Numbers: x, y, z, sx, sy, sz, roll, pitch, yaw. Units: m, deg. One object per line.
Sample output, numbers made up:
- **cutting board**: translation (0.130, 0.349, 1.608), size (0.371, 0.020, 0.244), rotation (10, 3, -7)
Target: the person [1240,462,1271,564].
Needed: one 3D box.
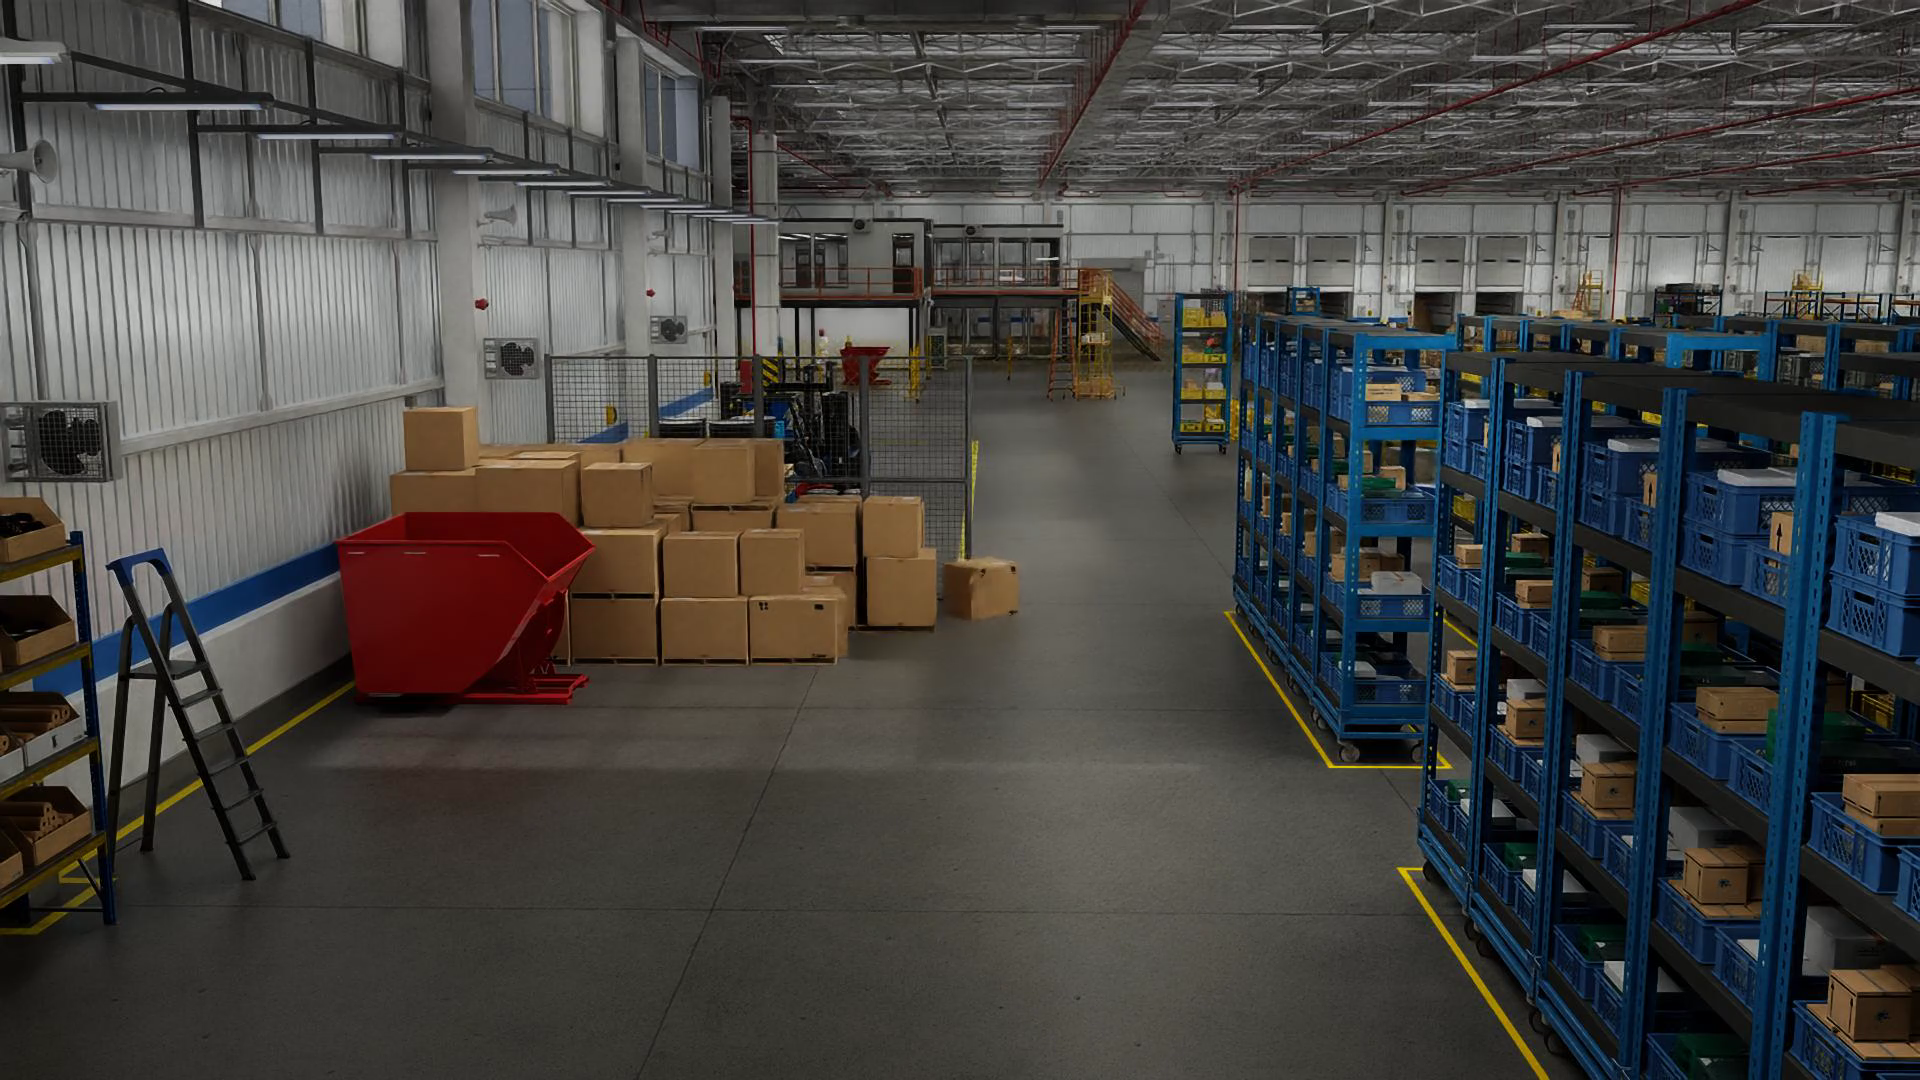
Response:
- **person**: translation (3.916, -0.367, 22.048), size (0.596, 1.831, 0.403), rotation (8, 12, 42)

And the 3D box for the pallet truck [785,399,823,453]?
- **pallet truck**: translation (-3.814, -2.432, 36.419), size (1.630, 1.274, 0.653), rotation (0, 9, 1)

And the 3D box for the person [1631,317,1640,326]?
- **person**: translation (31.745, -9.522, 78.264), size (0.592, 1.922, 0.400), rotation (-1, 9, -5)

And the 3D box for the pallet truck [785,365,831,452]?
- **pallet truck**: translation (-3.774, -2.976, 37.635), size (1.885, 1.965, 0.823), rotation (1, 9, 5)

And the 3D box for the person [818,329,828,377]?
- **person**: translation (-5.340, -7.198, 64.053), size (0.482, 1.871, 0.616), rotation (1, 9, 3)

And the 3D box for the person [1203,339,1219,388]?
- **person**: translation (7.664, -5.167, 51.151), size (0.638, 1.992, 1.016), rotation (8, 12, 41)

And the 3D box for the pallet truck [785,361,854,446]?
- **pallet truck**: translation (-3.410, -3.193, 38.978), size (1.885, 1.965, 0.823), rotation (0, 9, -1)

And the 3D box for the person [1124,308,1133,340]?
- **person**: translation (9.941, -12.747, 98.071), size (0.608, 1.943, 0.402), rotation (-3, 10, -20)

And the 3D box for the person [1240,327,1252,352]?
- **person**: translation (12.783, -8.803, 73.828), size (0.567, 1.911, 0.788), rotation (-6, 11, -32)

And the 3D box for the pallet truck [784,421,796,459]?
- **pallet truck**: translation (-4.013, -1.793, 32.705), size (1.601, 1.201, 0.680), rotation (0, 9, 1)

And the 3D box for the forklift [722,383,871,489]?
- **forklift**: translation (-2.893, -1.687, 28.729), size (2.680, 1.987, 1.157), rotation (0, 9, -1)

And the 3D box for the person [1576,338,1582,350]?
- **person**: translation (24.803, -7.808, 67.312), size (0.673, 2.000, 0.535), rotation (2, 9, 13)

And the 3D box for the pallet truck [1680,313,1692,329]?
- **pallet truck**: translation (36.315, -10.531, 84.244), size (0.823, 1.965, 1.885), rotation (-6, 11, -33)

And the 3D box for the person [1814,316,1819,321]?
- **person**: translation (41.213, -9.812, 80.052), size (0.386, 1.918, 0.590), rotation (-1, 9, -4)

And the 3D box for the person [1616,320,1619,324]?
- **person**: translation (32.576, -10.116, 82.714), size (0.544, 1.672, 0.774), rotation (5, 10, 28)

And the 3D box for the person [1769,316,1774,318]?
- **person**: translation (40.802, -10.328, 83.531), size (0.520, 1.826, 0.621), rotation (4, 10, 25)

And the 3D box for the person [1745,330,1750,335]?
- **person**: translation (35.665, -9.062, 75.477), size (0.945, 1.911, 0.624), rotation (-1, 9, -4)

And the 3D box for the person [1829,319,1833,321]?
- **person**: translation (41.029, -9.482, 78.375), size (0.508, 1.801, 0.907), rotation (-4, 10, -26)

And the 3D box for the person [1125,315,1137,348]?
- **person**: translation (9.132, -11.122, 88.624), size (0.649, 1.779, 0.981), rotation (-7, 11, -37)

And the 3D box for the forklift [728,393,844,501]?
- **forklift**: translation (-2.979, -1.316, 26.476), size (2.680, 1.987, 1.157), rotation (0, 9, 1)

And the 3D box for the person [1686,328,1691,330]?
- **person**: translation (26.683, -6.789, 61.166), size (0.395, 1.992, 0.622), rotation (-4, 10, -25)

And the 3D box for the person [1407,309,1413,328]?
- **person**: translation (25.599, -12.181, 94.672), size (0.397, 1.918, 0.588), rotation (6, 11, 33)

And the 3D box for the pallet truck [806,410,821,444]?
- **pallet truck**: translation (-3.559, -2.018, 33.905), size (1.522, 1.261, 0.704), rotation (0, 9, -1)
